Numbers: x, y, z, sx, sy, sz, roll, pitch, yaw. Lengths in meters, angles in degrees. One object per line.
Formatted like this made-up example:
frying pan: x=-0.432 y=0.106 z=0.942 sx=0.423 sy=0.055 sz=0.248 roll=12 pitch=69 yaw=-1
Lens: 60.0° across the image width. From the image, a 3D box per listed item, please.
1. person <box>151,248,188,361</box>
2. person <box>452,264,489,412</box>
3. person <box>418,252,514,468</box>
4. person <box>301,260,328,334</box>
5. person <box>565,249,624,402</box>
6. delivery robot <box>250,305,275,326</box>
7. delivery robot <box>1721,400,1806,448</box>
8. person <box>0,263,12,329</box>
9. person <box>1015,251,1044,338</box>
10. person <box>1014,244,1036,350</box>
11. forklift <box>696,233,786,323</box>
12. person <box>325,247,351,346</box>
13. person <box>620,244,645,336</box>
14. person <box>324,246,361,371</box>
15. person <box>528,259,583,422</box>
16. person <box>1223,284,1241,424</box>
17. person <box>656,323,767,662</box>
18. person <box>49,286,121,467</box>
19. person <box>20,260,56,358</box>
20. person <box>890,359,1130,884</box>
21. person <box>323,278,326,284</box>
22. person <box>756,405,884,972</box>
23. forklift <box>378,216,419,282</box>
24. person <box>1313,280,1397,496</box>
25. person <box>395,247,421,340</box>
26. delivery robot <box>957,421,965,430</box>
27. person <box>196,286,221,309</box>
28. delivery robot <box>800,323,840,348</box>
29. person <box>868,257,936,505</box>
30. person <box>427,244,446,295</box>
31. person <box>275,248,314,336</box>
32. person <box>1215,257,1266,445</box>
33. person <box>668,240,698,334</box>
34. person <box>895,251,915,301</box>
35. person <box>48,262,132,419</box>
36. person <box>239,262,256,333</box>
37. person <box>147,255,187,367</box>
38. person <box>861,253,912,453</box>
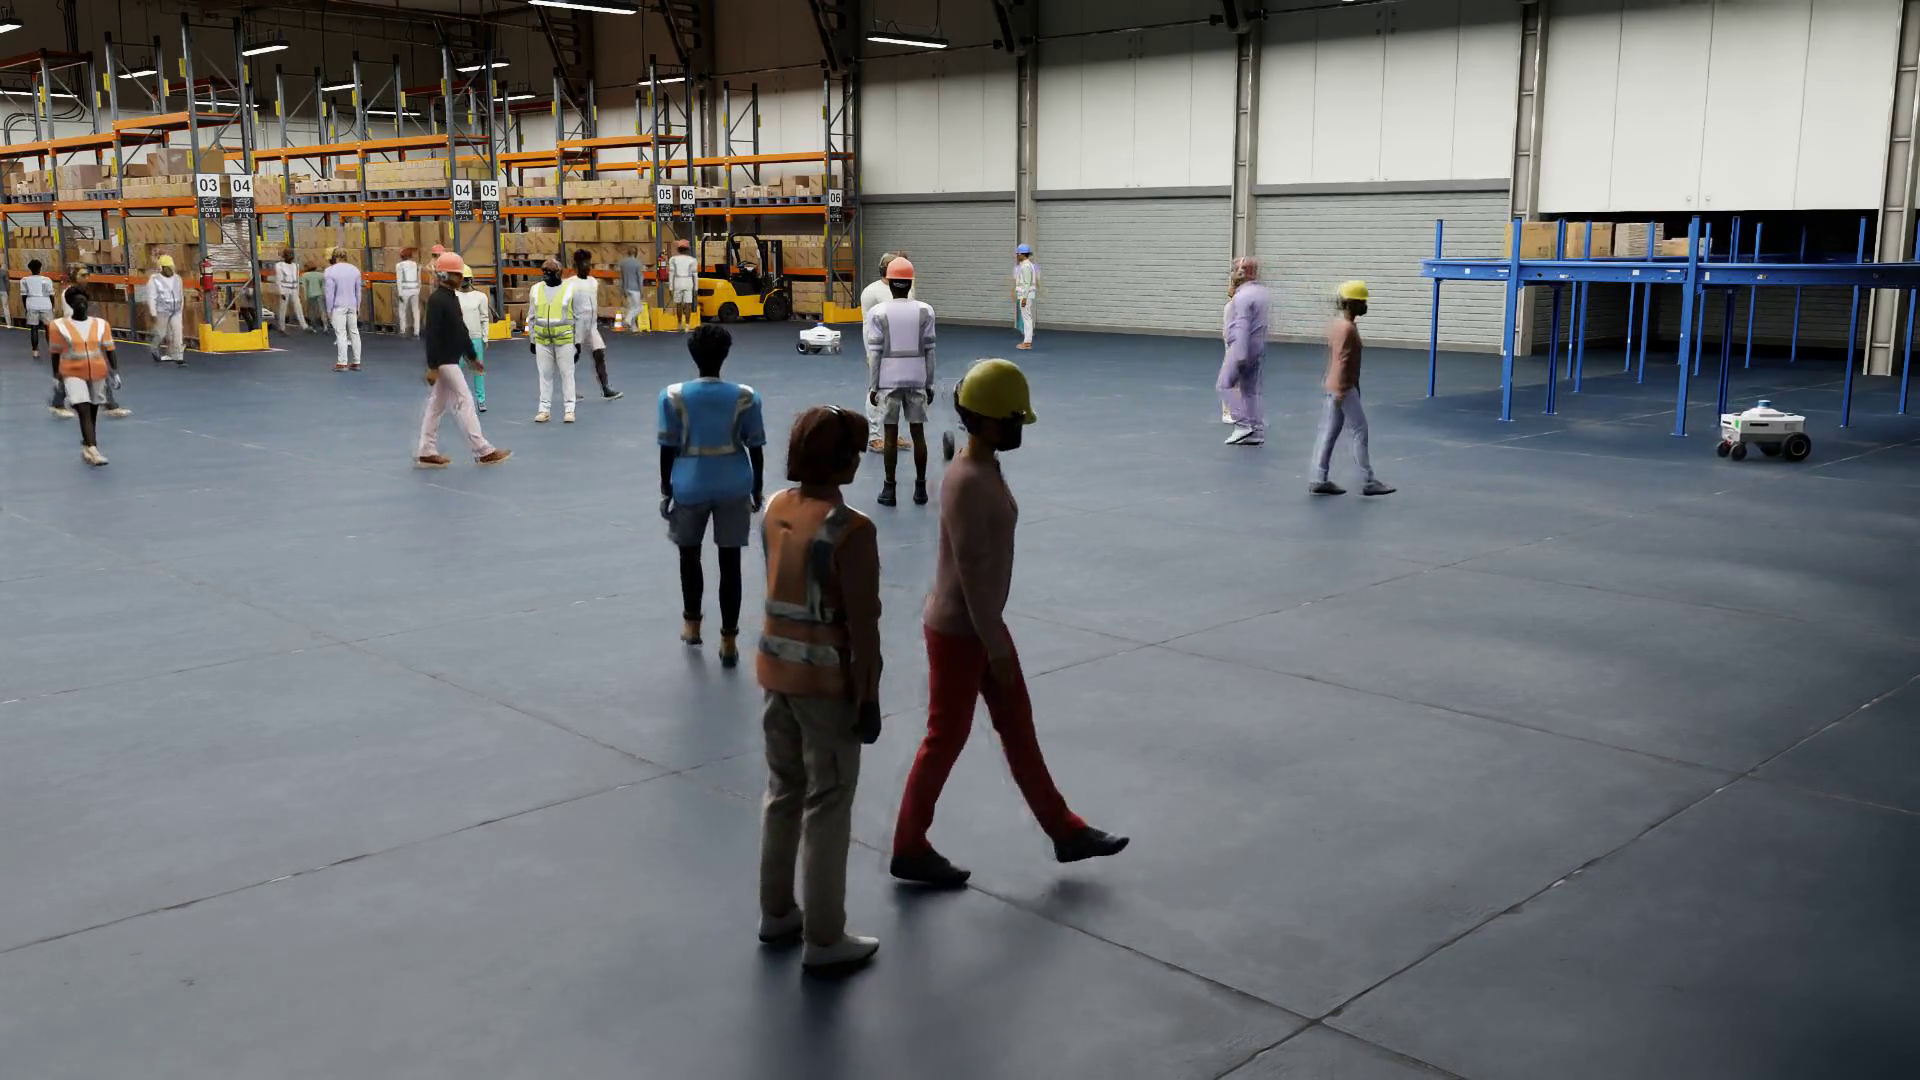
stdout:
person: x=-13.401 y=-3.964 z=28.050 sx=0.445 sy=1.893 sz=0.645 roll=-3 pitch=11 yaw=-14
person: x=-5.932 y=-2.427 z=20.012 sx=0.525 sy=1.769 sz=0.312 roll=-3 pitch=11 yaw=-15
person: x=-4.546 y=-1.628 z=15.157 sx=0.963 sy=1.945 sz=0.611 roll=-1 pitch=10 yaw=-8
person: x=-13.905 y=-5.247 z=35.861 sx=0.506 sy=1.595 sz=0.837 roll=-8 pitch=13 yaw=-38
person: x=-4.690 y=-2.693 z=21.021 sx=0.947 sy=1.921 sz=0.624 roll=7 pitch=13 yaw=34
delivery robot: x=-15.659 y=-5.021 z=37.306 sx=0.477 sy=0.478 sz=0.707 roll=-9 pitch=14 yaw=-41
delivery robot: x=7.659 y=-1.089 z=15.873 sx=0.707 sy=0.478 sz=0.477 roll=0 pitch=11 yaw=-2
person: x=-21.713 y=-5.576 z=37.541 sx=0.498 sy=1.634 sz=0.279 roll=-8 pitch=13 yaw=-38
person: x=1.407 y=-5.183 z=34.950 sx=0.573 sy=1.803 sz=0.954 roll=-6 pitch=12 yaw=-28
person: x=1.208 y=-4.543 z=31.052 sx=0.404 sy=1.945 sz=0.615 roll=1 pitch=10 yaw=5
forklift: x=-5.496 y=-6.489 z=41.108 sx=2.313 sy=2.155 sz=1.214 roll=-10 pitch=14 yaw=-44
person: x=-11.949 y=-4.676 z=31.985 sx=0.648 sy=1.872 sz=0.596 roll=6 pitch=12 yaw=28
person: x=-6.881 y=-5.227 z=34.833 sx=0.637 sy=1.921 sz=0.545 roll=9 pitch=14 yaw=40
person: x=-9.678 y=-3.627 z=26.088 sx=0.373 sy=1.940 sz=0.629 roll=7 pitch=12 yaw=33
person: x=-4.604 y=-2.259 z=18.904 sx=0.619 sy=1.840 sz=0.430 roll=1 pitch=10 yaw=4
person: x=3.158 y=-2.149 z=18.849 sx=0.279 sy=1.636 sz=0.504 roll=8 pitch=13 yaw=39
person: x=-1.255 y=-0.255 z=8.419 sx=0.552 sy=1.669 sz=0.706 roll=-2 pitch=11 yaw=-12
person: x=-8.069 y=-1.516 z=15.357 sx=0.867 sy=1.648 sz=0.547 roll=10 pitch=14 yaw=43
person: x=-15.932 y=-3.998 z=28.781 sx=0.532 sy=1.693 sz=0.319 roll=-3 pitch=11 yaw=-15
person: x=0.167 y=0.281 z=5.349 sx=0.841 sy=1.721 sz=0.558 roll=2 pitch=11 yaw=11
person: x=-18.684 y=-7.763 z=48.610 sx=0.605 sy=1.948 sz=0.406 roll=8 pitch=13 yaw=38
person: x=-0.412 y=0.426 z=4.836 sx=0.328 sy=1.625 sz=0.526 roll=-9 pitch=14 yaw=-40
forklift: x=-17.868 y=-9.201 z=54.028 sx=1.873 sy=2.768 sz=1.129 roll=-10 pitch=14 yaw=-44
person: x=3.245 y=-1.219 z=13.488 sx=0.744 sy=1.739 sz=0.553 roll=2 pitch=11 yaw=12
person: x=-11.301 y=-5.039 z=34.000 sx=0.574 sy=1.853 sz=0.799 roll=-10 pitch=14 yaw=-43
delivery robot: x=0.139 y=-1.169 z=15.608 sx=0.335 sy=0.223 sz=0.698 roll=-2 pitch=11 yaw=-11
person: x=-18.120 y=-6.172 z=40.051 sx=0.643 sy=1.908 sz=0.411 roll=-1 pitch=10 yaw=-4
delivery robot: x=-2.508 y=-3.649 z=29.842 sx=0.707 sy=0.478 sz=0.477 roll=5 pitch=11 yaw=26
person: x=-0.464 y=-1.252 z=13.136 sx=0.544 sy=1.939 sz=0.355 roll=-3 pitch=11 yaw=-13
person: x=-9.819 y=-4.603 z=31.408 sx=0.356 sy=1.939 sz=0.543 roll=-9 pitch=14 yaw=-42
person: x=-14.002 y=-5.180 z=34.828 sx=1.017 sy=1.820 sz=0.596 roll=7 pitch=12 yaw=33
person: x=2.850 y=-1.896 z=16.797 sx=0.460 sy=1.891 sz=0.652 roll=6 pitch=12 yaw=28
person: x=-6.015 y=-5.516 z=36.237 sx=0.626 sy=1.991 sz=0.994 roll=-1 pitch=10 yaw=-7
person: x=-1.009 y=-4.121 z=29.085 sx=0.431 sy=1.837 sz=0.638 roll=4 pitch=11 yaw=21
person: x=-10.199 y=-2.316 z=19.300 sx=0.784 sy=1.823 sz=0.533 roll=-1 pitch=10 yaw=-4
person: x=-14.665 y=-5.101 z=34.246 sx=0.543 sy=1.890 sz=0.562 roll=1 pitch=10 yaw=5
person: x=-12.922 y=-3.729 z=27.014 sx=0.784 sy=1.805 sz=0.603 roll=8 pitch=13 yaw=36
person: x=-0.700 y=-1.851 z=16.399 sx=0.378 sy=1.940 sz=0.629 roll=10 pitch=14 yaw=43
